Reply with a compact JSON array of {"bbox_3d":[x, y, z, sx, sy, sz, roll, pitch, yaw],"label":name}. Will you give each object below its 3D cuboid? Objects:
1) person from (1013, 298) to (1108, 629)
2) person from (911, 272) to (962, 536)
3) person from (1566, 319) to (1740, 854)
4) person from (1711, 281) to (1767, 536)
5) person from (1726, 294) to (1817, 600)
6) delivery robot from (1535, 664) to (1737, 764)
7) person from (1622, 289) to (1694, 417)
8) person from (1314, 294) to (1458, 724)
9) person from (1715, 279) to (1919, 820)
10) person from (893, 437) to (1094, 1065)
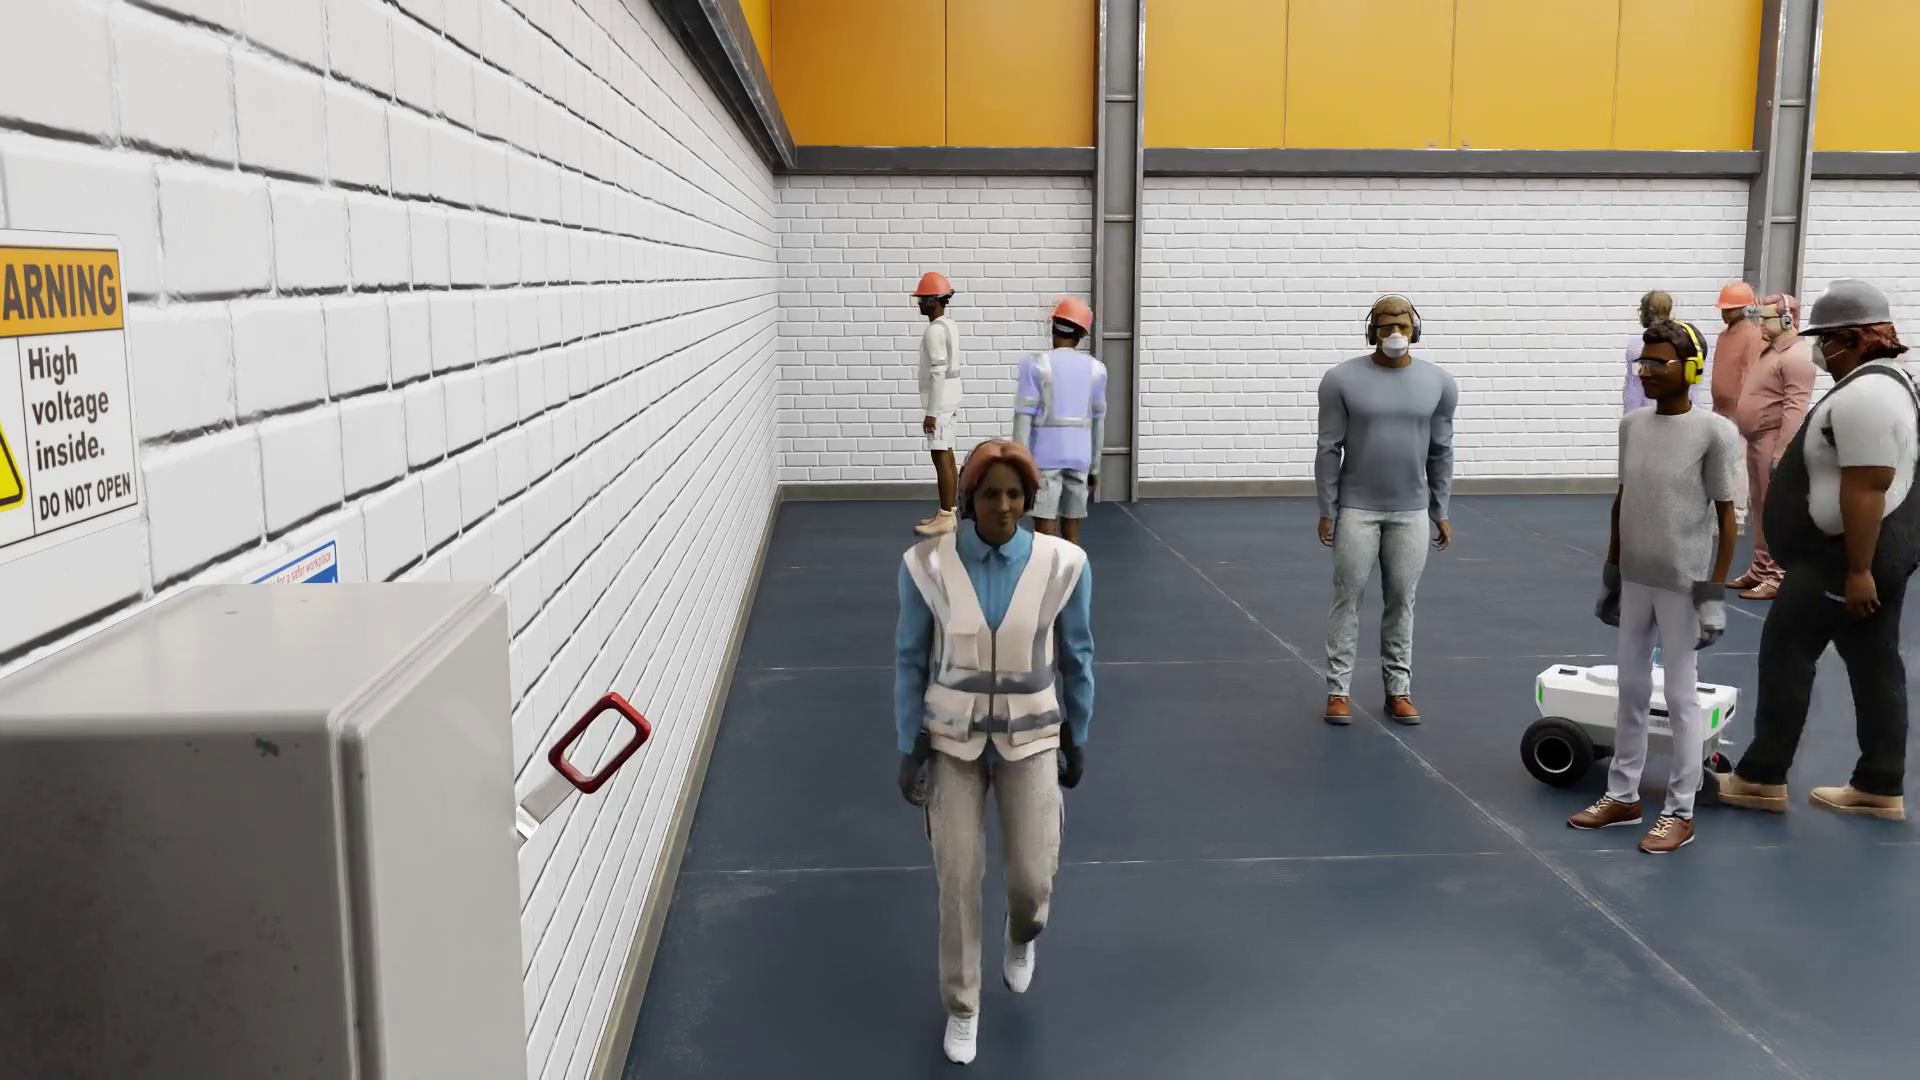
[{"bbox_3d":[0.554,-0.437,9.612,0.658,1.896,0.466,-4,10,-24],"label":"person"},{"bbox_3d":[-0.188,-1.052,12.955,0.387,2.045,0.605,2,9,11],"label":"person"},{"bbox_3d":[2.469,0.164,5.861,0.336,1.873,0.521,-4,10,-25],"label":"person"},{"bbox_3d":[5.979,-1.008,12.885,0.407,1.972,0.639,-1,9,-6],"label":"person"},{"bbox_3d":[5.075,-0.580,10.423,0.411,1.908,0.643,2,9,10],"label":"person"},{"bbox_3d":[2.670,0.658,6.580,0.707,0.478,0.477,6,11,34],"label":"delivery robot"},{"bbox_3d":[4.988,-0.825,11.876,0.638,1.926,0.500,-5,10,-27],"label":"person"},{"bbox_3d":[1.908,-0.130,7.496,0.627,1.940,0.374,0,9,2],"label":"person"},{"bbox_3d":[3.208,0.018,6.246,0.826,2.000,0.698,7,12,39],"label":"person"},{"bbox_3d":[0.089,0.532,4.336,0.510,1.626,0.436,0,9,3],"label":"person"}]
